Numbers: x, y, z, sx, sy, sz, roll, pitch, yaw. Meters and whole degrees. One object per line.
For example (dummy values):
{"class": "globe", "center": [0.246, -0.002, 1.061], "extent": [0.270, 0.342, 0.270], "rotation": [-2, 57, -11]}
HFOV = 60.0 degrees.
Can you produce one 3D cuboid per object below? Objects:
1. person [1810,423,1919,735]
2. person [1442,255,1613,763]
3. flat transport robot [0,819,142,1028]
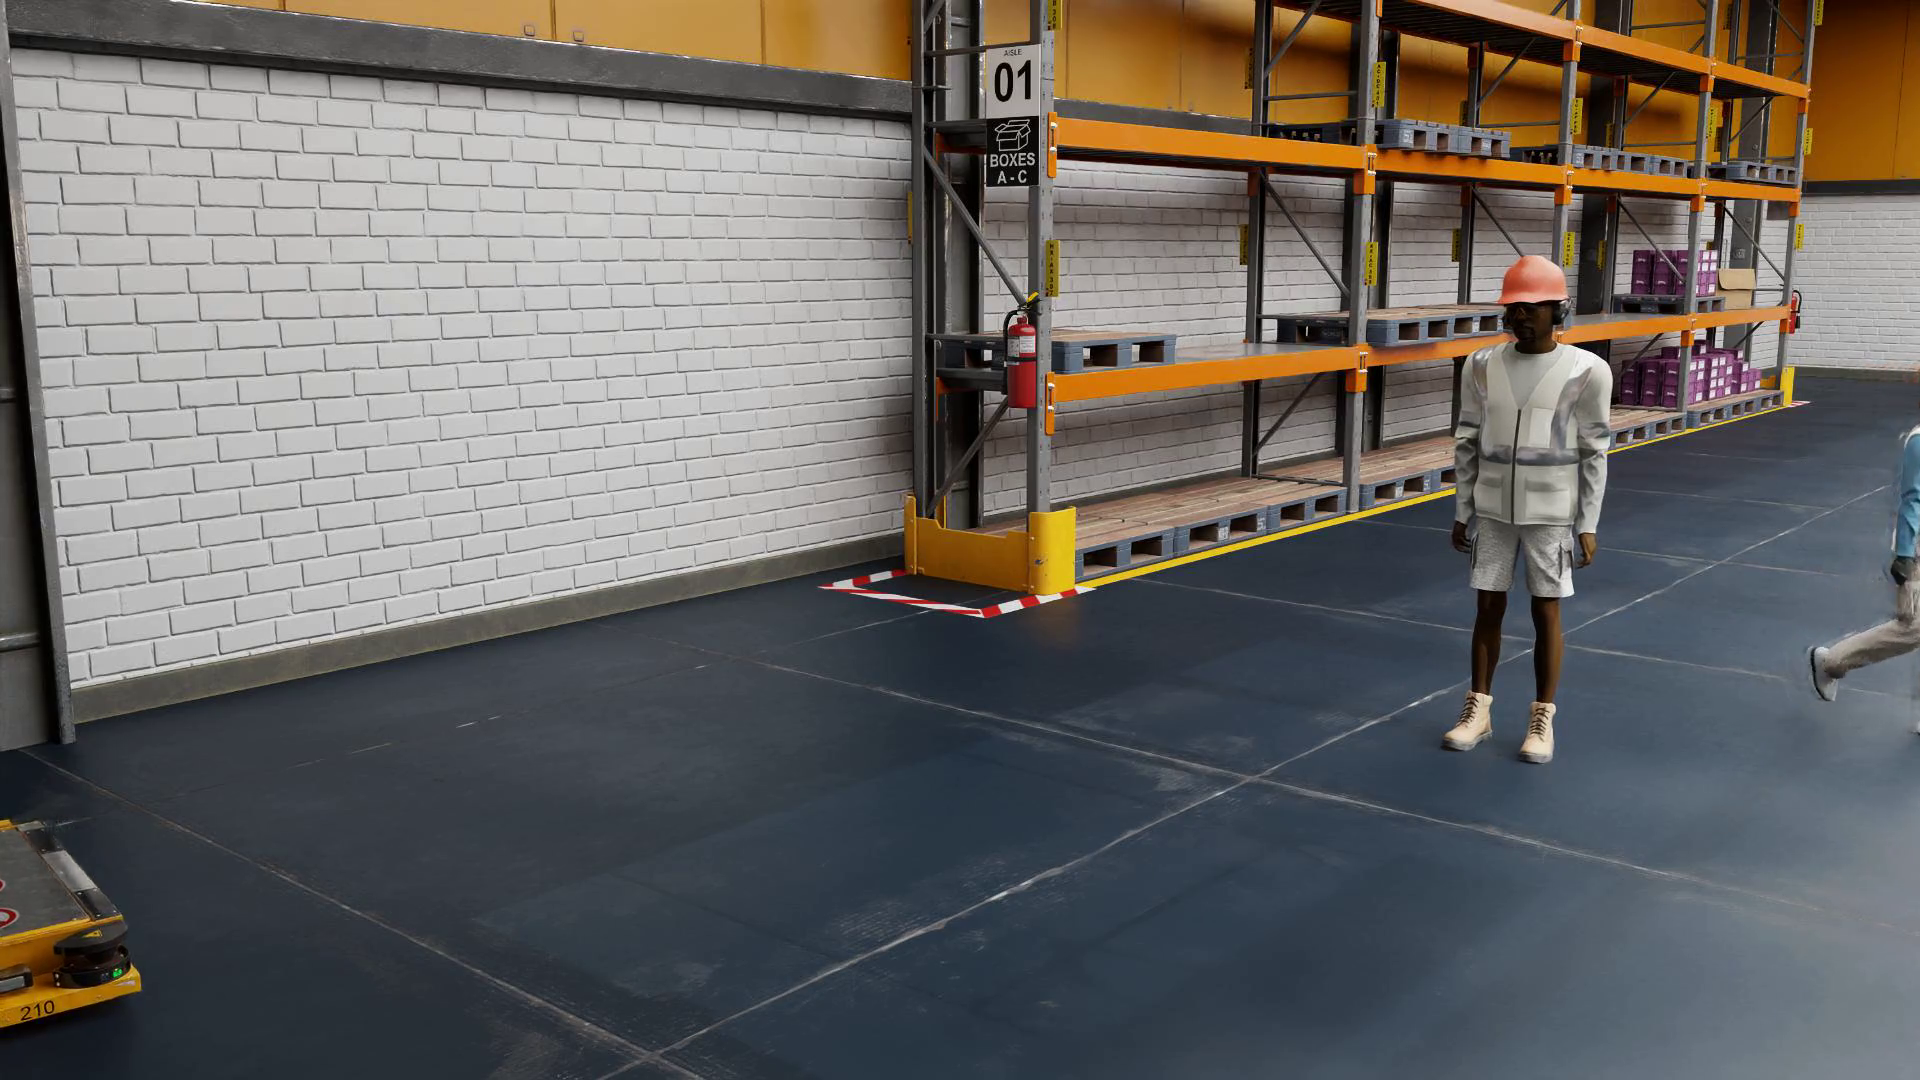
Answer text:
{"class": "person", "center": [4.031, 0.037, 7.045], "extent": [0.527, 1.621, 0.602], "rotation": [-7, 12, -35]}
{"class": "person", "center": [2.283, -0.116, 6.735], "extent": [0.609, 2.044, 0.394], "rotation": [7, 12, 36]}
{"class": "flat transport robot", "center": [-2.948, 1.097, 4.869], "extent": [0.652, 0.197, 1.431], "rotation": [-8, 13, -39]}
